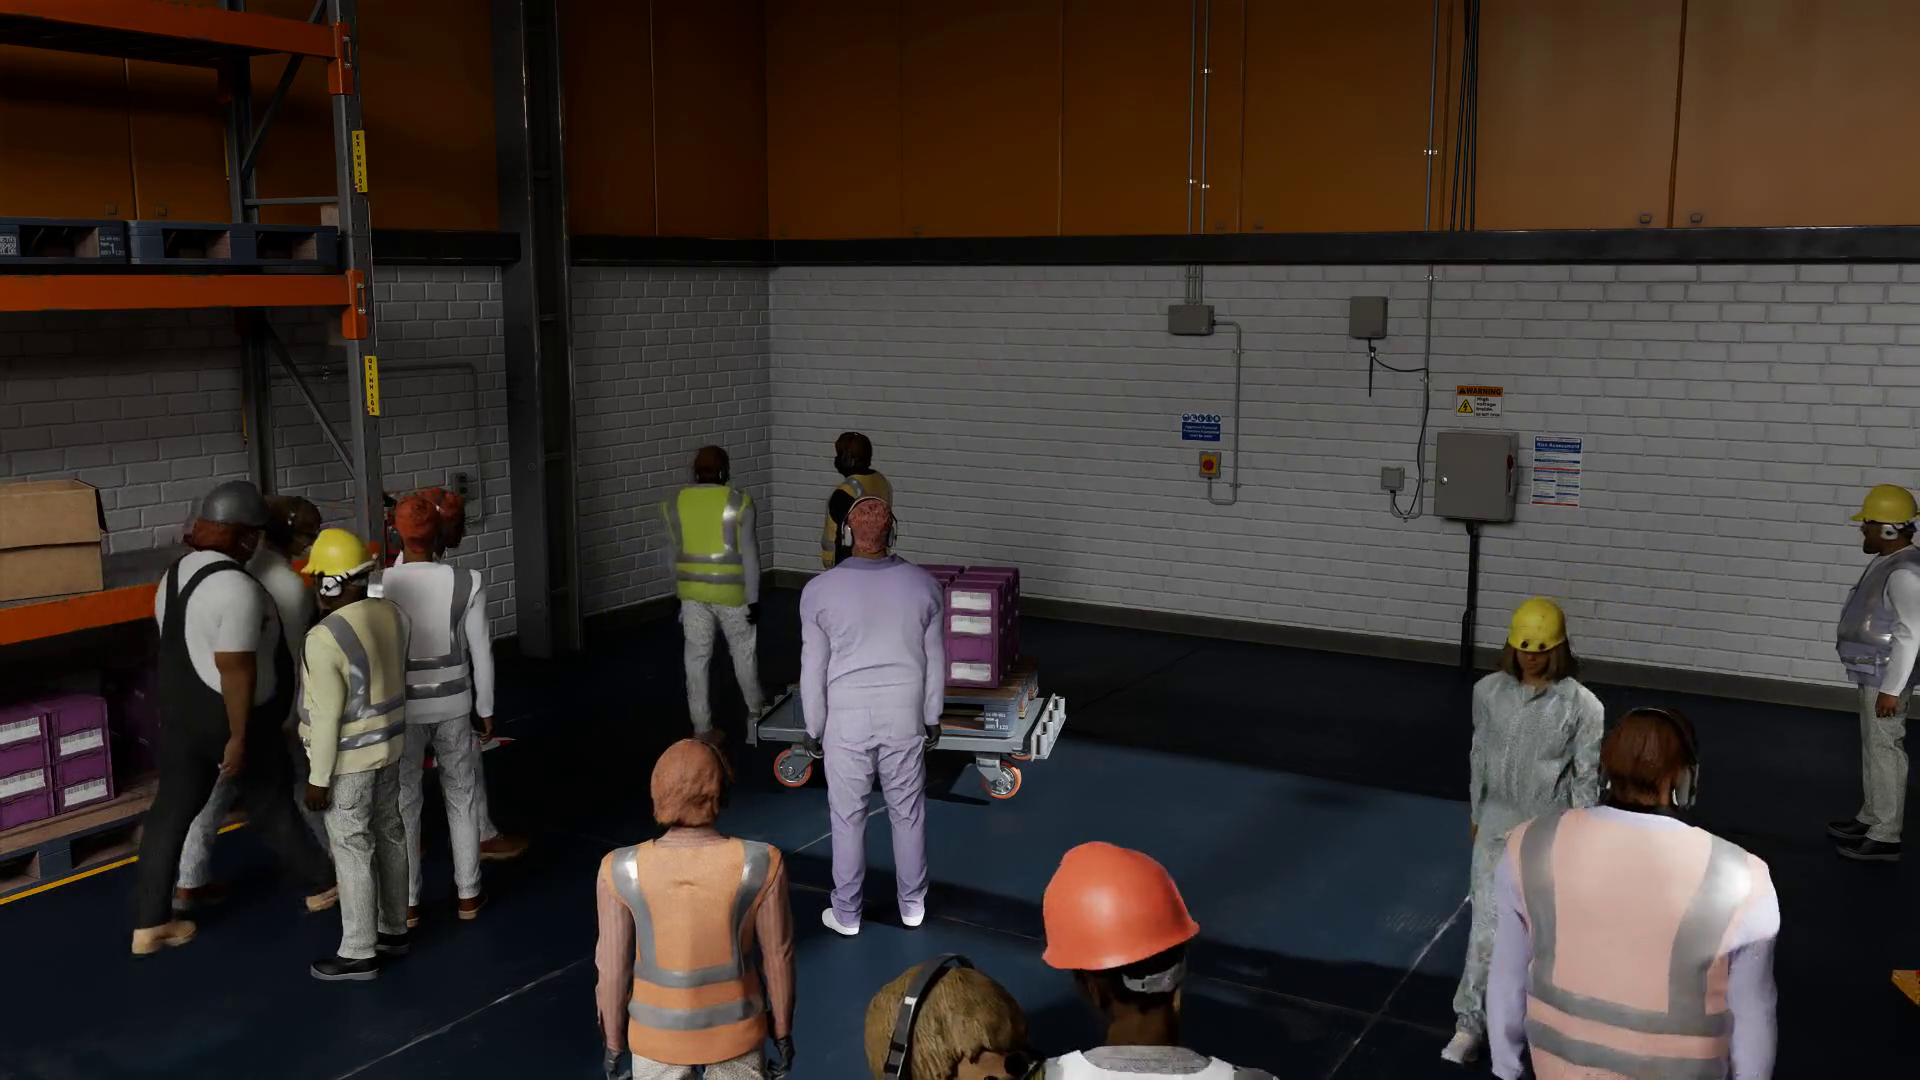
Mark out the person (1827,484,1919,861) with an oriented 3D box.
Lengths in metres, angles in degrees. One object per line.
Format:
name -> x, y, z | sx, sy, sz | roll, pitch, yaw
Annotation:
person -> 4.480, 0.638, 8.095 | 0.404, 1.827, 0.599 | 4, 10, 22

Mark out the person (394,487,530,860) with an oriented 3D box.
person -> -2.484, 0.657, 7.936 | 0.849, 1.846, 0.708 | -6, 11, -34

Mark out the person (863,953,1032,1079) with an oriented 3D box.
person -> -0.028, 1.506, 2.337 | 0.373, 1.940, 0.627 | 4, 10, 24

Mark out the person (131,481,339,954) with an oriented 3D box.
person -> -3.120, 0.691, 7.107 | 0.707, 2.000, 1.058 | 7, 11, 35

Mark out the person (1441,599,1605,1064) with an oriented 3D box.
person -> 2.071, 1.034, 6.058 | 0.491, 1.676, 0.928 | 6, 11, 34

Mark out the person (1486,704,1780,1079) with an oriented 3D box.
person -> 1.601, 1.294, 3.992 | 0.639, 1.829, 0.432 | 7, 11, 37

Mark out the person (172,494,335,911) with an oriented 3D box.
person -> -3.081, 0.727, 7.460 | 0.614, 1.868, 1.014 | 8, 12, 42

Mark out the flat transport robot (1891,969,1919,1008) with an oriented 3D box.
flat transport robot -> 4.354, 1.724, 6.166 | 1.431, 0.197, 0.652 | 1, 9, 6

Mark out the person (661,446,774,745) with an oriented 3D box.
person -> -1.462, 0.321, 10.181 | 0.636, 1.792, 0.948 | 2, 9, 12

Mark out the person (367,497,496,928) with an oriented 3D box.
person -> -2.323, 0.746, 7.251 | 0.584, 1.883, 0.347 | -3, 10, -19

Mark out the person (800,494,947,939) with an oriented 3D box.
person -> -0.378, 0.754, 7.130 | 0.643, 1.909, 0.410 | -3, 10, -17

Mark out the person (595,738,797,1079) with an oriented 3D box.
person -> -0.689, 1.327, 4.386 | 0.521, 1.639, 0.314 | -1, 9, -7

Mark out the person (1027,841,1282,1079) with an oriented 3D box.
person -> 0.308, 1.446, 2.810 | 0.602, 1.902, 0.540 | 1, 9, 4

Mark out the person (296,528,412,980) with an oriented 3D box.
person -> -2.454, 0.856, 6.727 | 0.404, 1.833, 0.589 | 2, 9, 12

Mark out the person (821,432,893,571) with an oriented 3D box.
person -> -0.668, 0.230, 10.604 | 0.430, 1.845, 0.619 | 4, 10, 22
